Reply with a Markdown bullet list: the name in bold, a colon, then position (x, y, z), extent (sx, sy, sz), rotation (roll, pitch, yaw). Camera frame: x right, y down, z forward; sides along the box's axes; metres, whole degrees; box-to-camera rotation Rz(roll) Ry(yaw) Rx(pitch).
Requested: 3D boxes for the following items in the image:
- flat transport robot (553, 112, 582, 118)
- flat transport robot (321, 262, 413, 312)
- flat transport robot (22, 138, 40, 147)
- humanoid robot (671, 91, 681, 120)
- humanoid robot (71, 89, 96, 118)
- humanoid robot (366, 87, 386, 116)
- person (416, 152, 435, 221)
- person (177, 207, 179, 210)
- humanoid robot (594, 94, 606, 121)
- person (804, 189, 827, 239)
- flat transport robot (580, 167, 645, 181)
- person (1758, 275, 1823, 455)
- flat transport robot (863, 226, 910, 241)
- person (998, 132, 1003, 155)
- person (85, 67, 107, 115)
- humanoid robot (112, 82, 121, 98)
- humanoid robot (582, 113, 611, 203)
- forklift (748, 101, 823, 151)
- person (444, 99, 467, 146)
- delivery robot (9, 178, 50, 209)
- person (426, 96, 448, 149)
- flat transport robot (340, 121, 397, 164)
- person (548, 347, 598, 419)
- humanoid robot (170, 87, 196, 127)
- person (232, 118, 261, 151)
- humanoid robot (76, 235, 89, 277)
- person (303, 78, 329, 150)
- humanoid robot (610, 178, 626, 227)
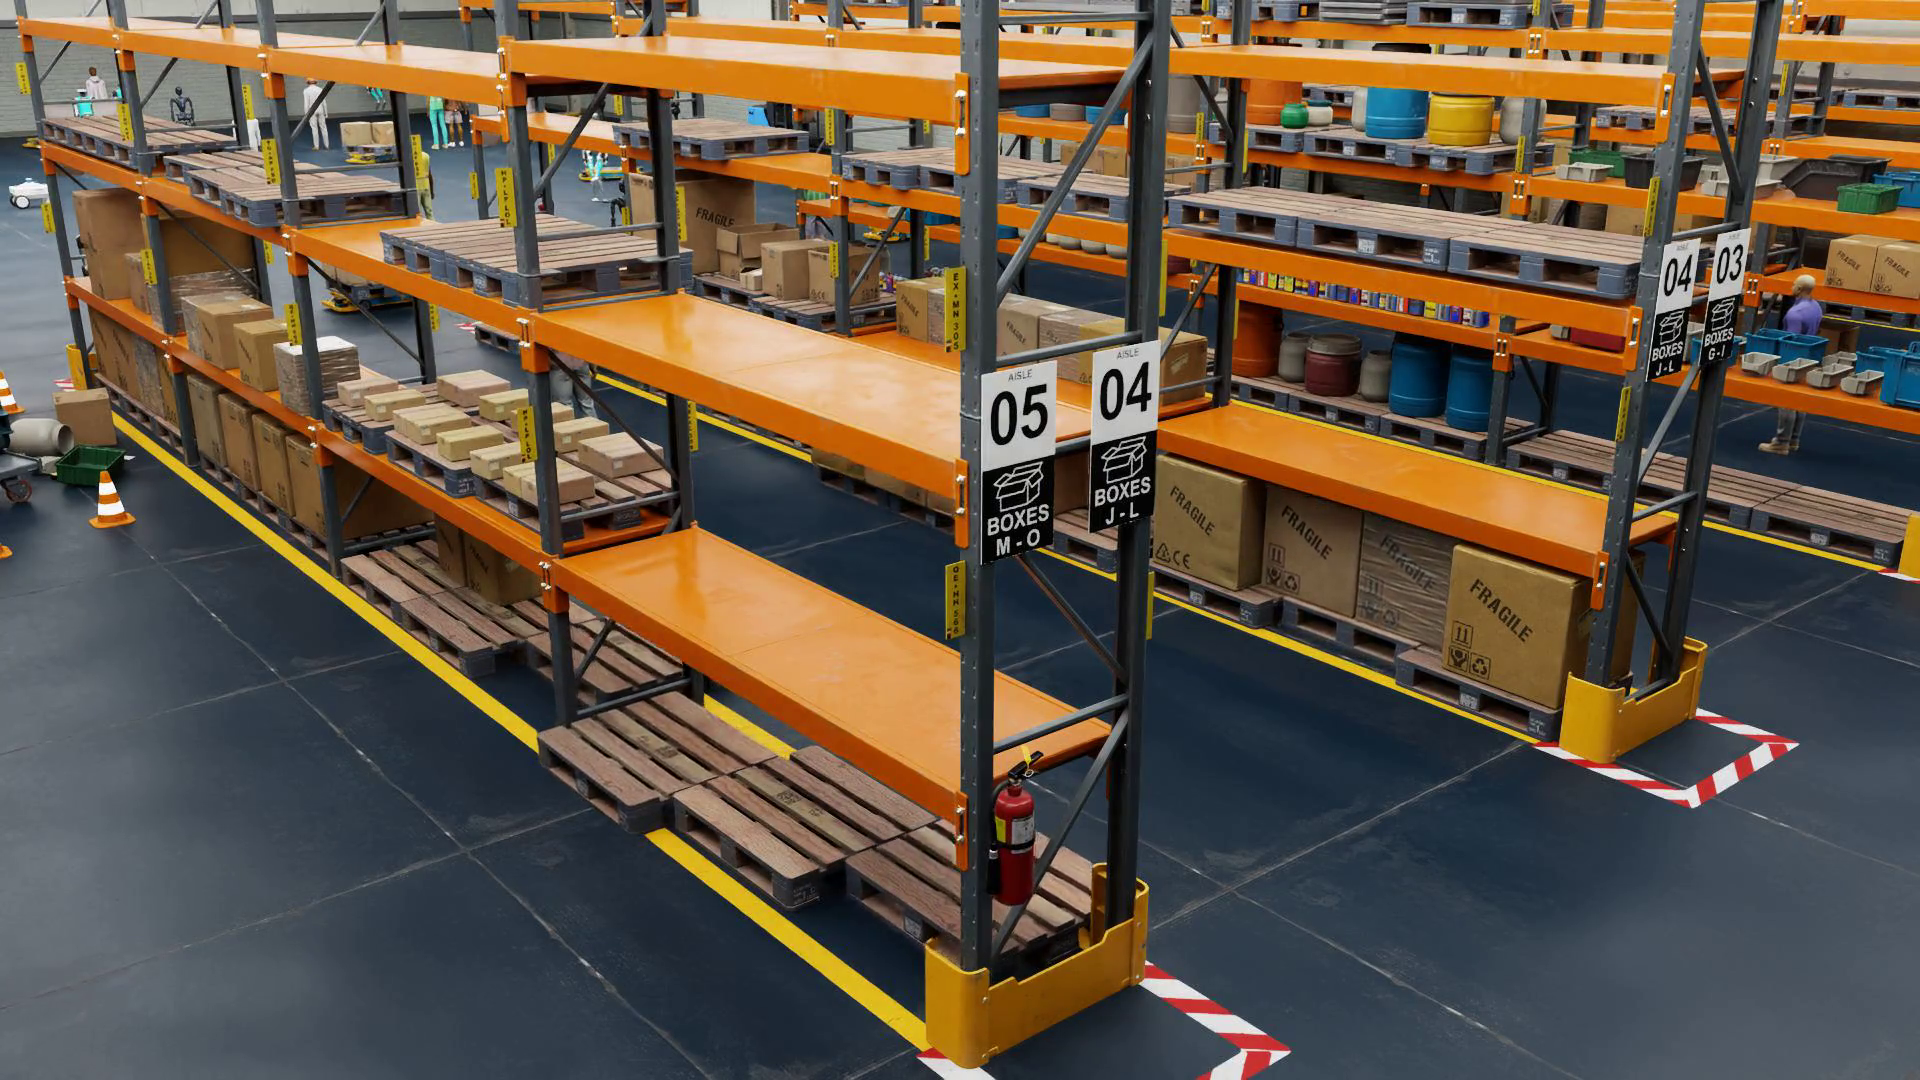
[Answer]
- **flat transport robot**: position (-12.106, -12.791, 50.339), extent (0.659, 0.231, 1.431), rotation (9, 21, 24)
- **flat transport robot**: position (-8.337, -3.485, 23.854), extent (1.431, 0.231, 0.659), rotation (-15, 24, -37)
- **flat transport robot**: position (-23.845, -10.498, 43.812), extent (0.659, 0.231, 1.431), rotation (9, 21, 24)
- **humanoid robot**: position (-7.897, -11.827, 45.450), extent (0.599, 1.657, 0.315), rotation (-15, 24, -37)
- **humanoid robot**: position (-20.645, -9.827, 39.486), extent (0.533, 1.677, 0.735), rotation (-15, 24, -37)
- **humanoid robot**: position (-17.903, -13.886, 51.039), extent (0.533, 1.677, 0.735), rotation (-15, 24, -37)
- **person**: position (-9.227, -5.930, 28.369), extent (0.523, 1.892, 0.403), rotation (-15, 24, -36)
- **person**: position (-13.428, -6.028, 28.535), extent (0.606, 1.965, 0.370), rotation (-15, 24, -36)
- **humanoid robot**: position (-10.327, -12.624, 47.733), extent (0.397, 1.639, 0.590), rotation (2, 19, 5)
- **person**: position (-2.304, -5.049, 26.085), extent (0.471, 1.739, 0.329), rotation (-15, 24, -36)
- **flat transport robot**: position (-7.782, -8.217, 37.322), extent (1.431, 0.231, 0.659), rotation (-5, 20, -14)
- **person**: position (8.339, -1.742, 16.588), extent (0.587, 1.799, 0.397), rotation (-15, 24, -36)
- **flat transport robot**: position (-0.957, -5.503, 29.598), extent (1.431, 0.231, 0.659), rotation (-15, 24, -37)
- **person**: position (0.610, -7.502, 32.912), extent (0.562, 1.842, 0.393), rotation (-15, 24, -36)
- **person**: position (-23.519, -11.919, 45.381), extent (0.491, 1.913, 0.365), rotation (-15, 24, -36)
- **humanoid robot**: position (-20.825, -10.613, 41.725), extent (0.533, 1.677, 0.735), rotation (-15, 24, -37)
- **humanoid robot**: position (-7.380, -7.682, 33.573), extent (0.602, 1.769, 0.869), rotation (0, 19, -1)
- **forklift**: position (-4.526, -11.368, 42.374), extent (1.129, 2.768, 1.873), rotation (-15, 24, -37)
- **person**: position (-13.313, -11.276, 43.633), extent (0.781, 1.855, 0.399), rotation (-15, 24, -36)
- **delivery robot**: position (-18.502, -6.909, 33.124), extent (0.739, 0.566, 0.499), rotation (-15, 24, -37)
- **person**: position (-13.565, -11.137, 43.060), extent (0.486, 1.977, 0.405), rotation (-15, 24, -36)
- **flat transport robot**: position (-14.188, -9.342, 40.523), extent (0.659, 0.231, 1.431), rotation (9, 21, 24)
- **person**: position (-3.804, -1.667, 16.166), extent (0.627, 1.939, 0.375), rotation (-15, 24, -36)
- **humanoid robot**: position (-19.497, -10.527, 41.749), extent (0.599, 1.657, 0.315), rotation (-15, 24, -37)
- **person**: position (-15.517, -8.613, 36.212), extent (0.561, 1.748, 0.337), rotation (-15, 24, -36)
- **humanoid robot**: position (-10.263, -3.038, 20.167), extent (0.533, 1.677, 0.735), rotation (-15, 24, -37)
- **person**: position (-16.582, -11.001, 42.799), extent (0.562, 1.893, 0.376), rotation (-15, 24, -36)
- **humanoid robot**: position (-4.919, -4.523, 24.664), extent (0.599, 1.657, 0.315), rotation (-15, 24, -37)
